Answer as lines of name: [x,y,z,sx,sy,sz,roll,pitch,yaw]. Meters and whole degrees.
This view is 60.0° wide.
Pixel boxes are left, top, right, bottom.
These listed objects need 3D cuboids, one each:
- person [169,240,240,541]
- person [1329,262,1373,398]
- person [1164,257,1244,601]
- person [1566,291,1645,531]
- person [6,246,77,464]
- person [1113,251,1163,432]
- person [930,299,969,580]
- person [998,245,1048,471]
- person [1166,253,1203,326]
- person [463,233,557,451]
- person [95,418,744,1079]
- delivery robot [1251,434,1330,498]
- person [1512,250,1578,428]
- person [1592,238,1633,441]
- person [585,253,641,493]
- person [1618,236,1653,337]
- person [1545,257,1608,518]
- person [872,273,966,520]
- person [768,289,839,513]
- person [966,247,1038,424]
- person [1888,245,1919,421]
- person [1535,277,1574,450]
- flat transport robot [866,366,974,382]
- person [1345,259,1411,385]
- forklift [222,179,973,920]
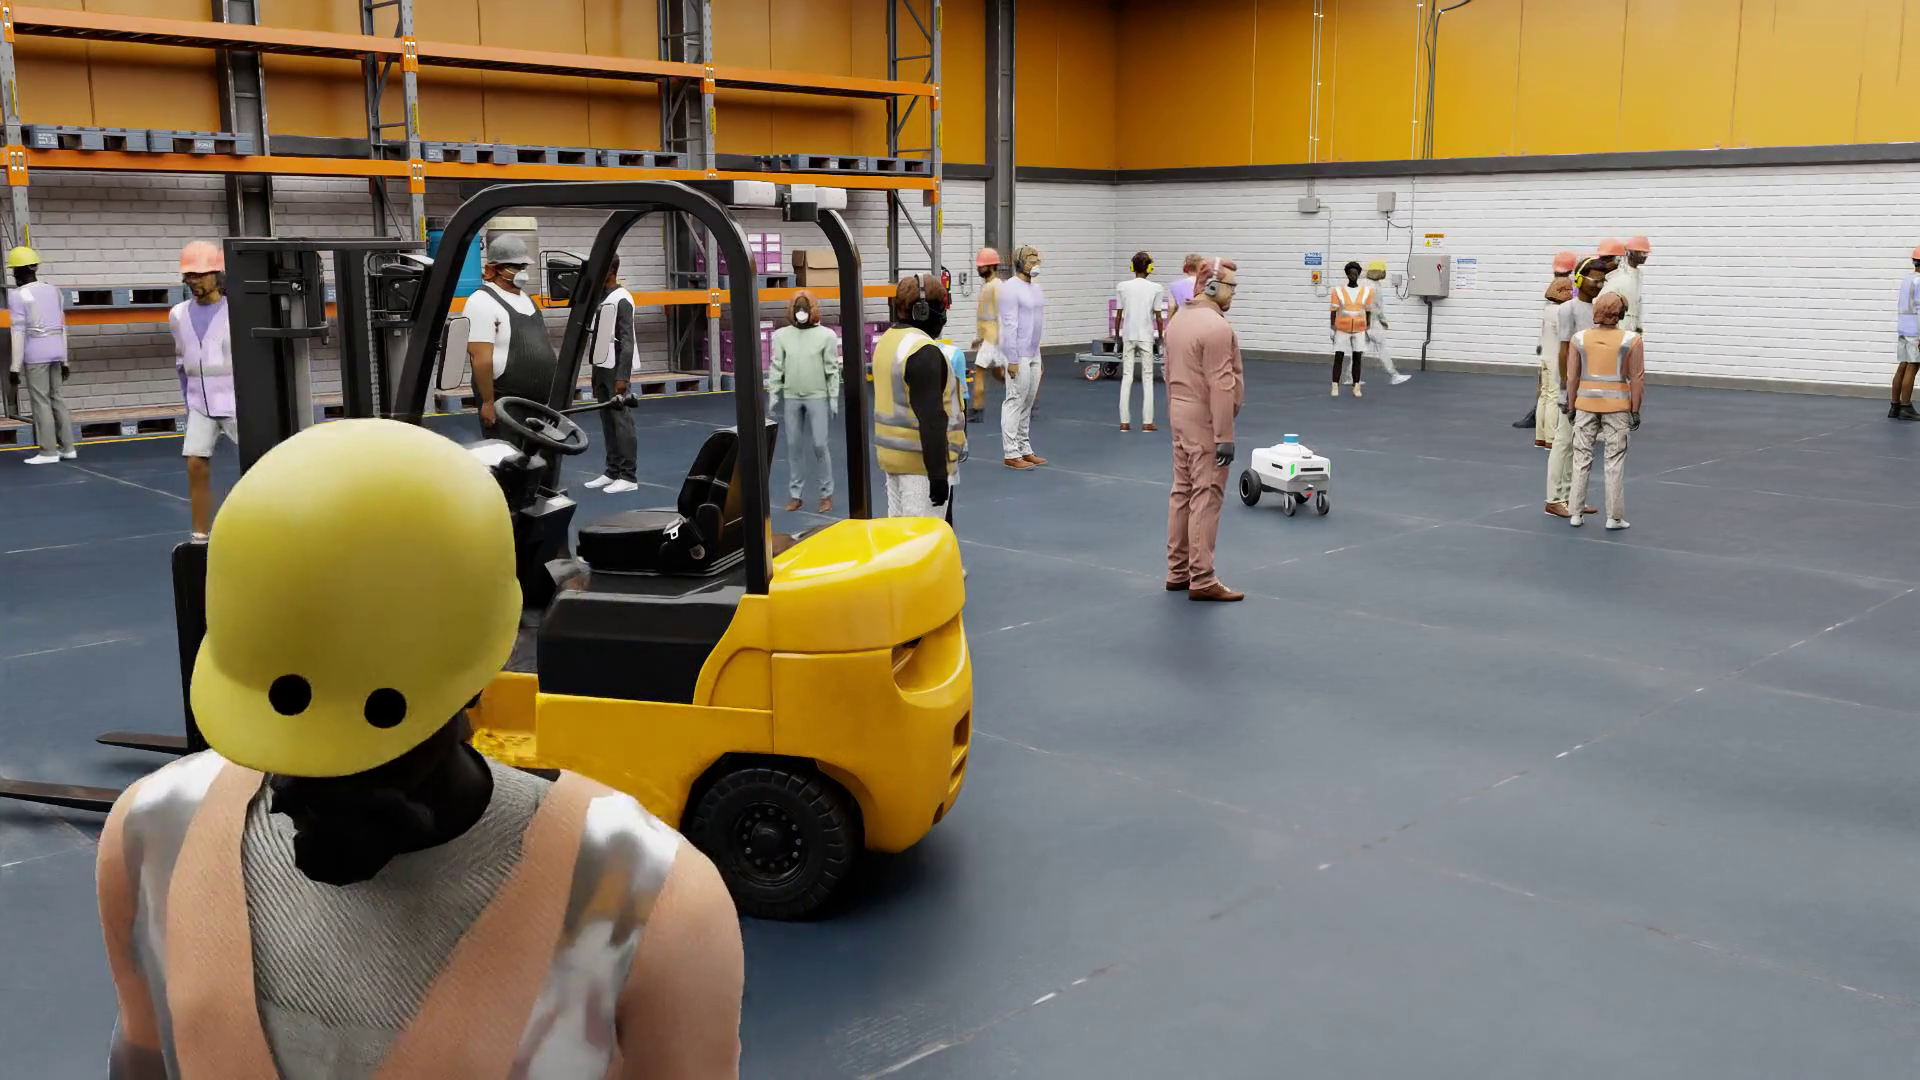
person: [-4.563,-0.861,10.381,0.627,2.003,1.036,2,11,10]
person: [4.875,-2.621,20.773,0.540,1.695,0.317,1,10,4]
person: [1.382,-0.616,9.286,0.403,1.900,0.652,-3,11,-16]
person: [4.427,-0.882,11.448,0.515,1.641,0.308,7,13,35]
person: [-8.163,-1.623,14.715,0.392,1.922,0.618,2,11,10]
person: [1.840,-2.039,17.162,0.526,1.863,0.319,3,11,17]
person: [-0.192,-0.590,9.694,0.540,1.697,0.317,4,11,22]
person: [0.555,-1.579,14.436,0.372,1.940,0.630,5,11,25]
person: [2.595,-2.296,18.637,0.579,1.828,0.513,0,10,-2]
person: [-2.847,-0.947,10.709,0.535,2.000,0.688,3,11,14]
person: [-0.503,0.819,1.474,0.649,1.891,0.452,2,11,11]
delivery robot: [2.437,-0.537,12.272,0.477,0.478,0.707,-3,11,-15]
person: [6.348,-2.100,17.453,0.931,1.882,0.589,-2,11,-10]
person: [6.385,-1.979,16.465,0.386,1.993,0.614,-2,11,-11]
person: [-2.752,-1.340,13.186,0.392,1.919,0.592,-7,13,-35]
person: [7.969,-2.607,19.842,0.684,2.009,0.637,10,14,43]
person: [4.467,-1.094,11.997,0.327,1.865,0.518,10,14,44]
person: [-0.188,-0.353,8.012,0.429,1.843,0.633,-4,11,-21]
person: [-1.139,-1.017,12.211,0.508,1.633,0.312,2,11,13]
person: [0.401,-2.200,17.949,0.938,1.910,0.548,-2,11,-11]
person: [10.494,-2.277,18.244,0.362,1.935,0.553,2,11,9]
person: [5.641,-1.664,15.728,0.285,1.633,0.499,0,10,-2]
flat transport robot: [-0.570,-2.272,22.762,1.431,0.197,0.652,9,13,39]
person: [5.659,-2.932,22.470,0.887,1.700,0.493,3,11,14]
forklift: [-1.114,-0.058,5.440,2.313,2.155,1.214,2,11,13]
